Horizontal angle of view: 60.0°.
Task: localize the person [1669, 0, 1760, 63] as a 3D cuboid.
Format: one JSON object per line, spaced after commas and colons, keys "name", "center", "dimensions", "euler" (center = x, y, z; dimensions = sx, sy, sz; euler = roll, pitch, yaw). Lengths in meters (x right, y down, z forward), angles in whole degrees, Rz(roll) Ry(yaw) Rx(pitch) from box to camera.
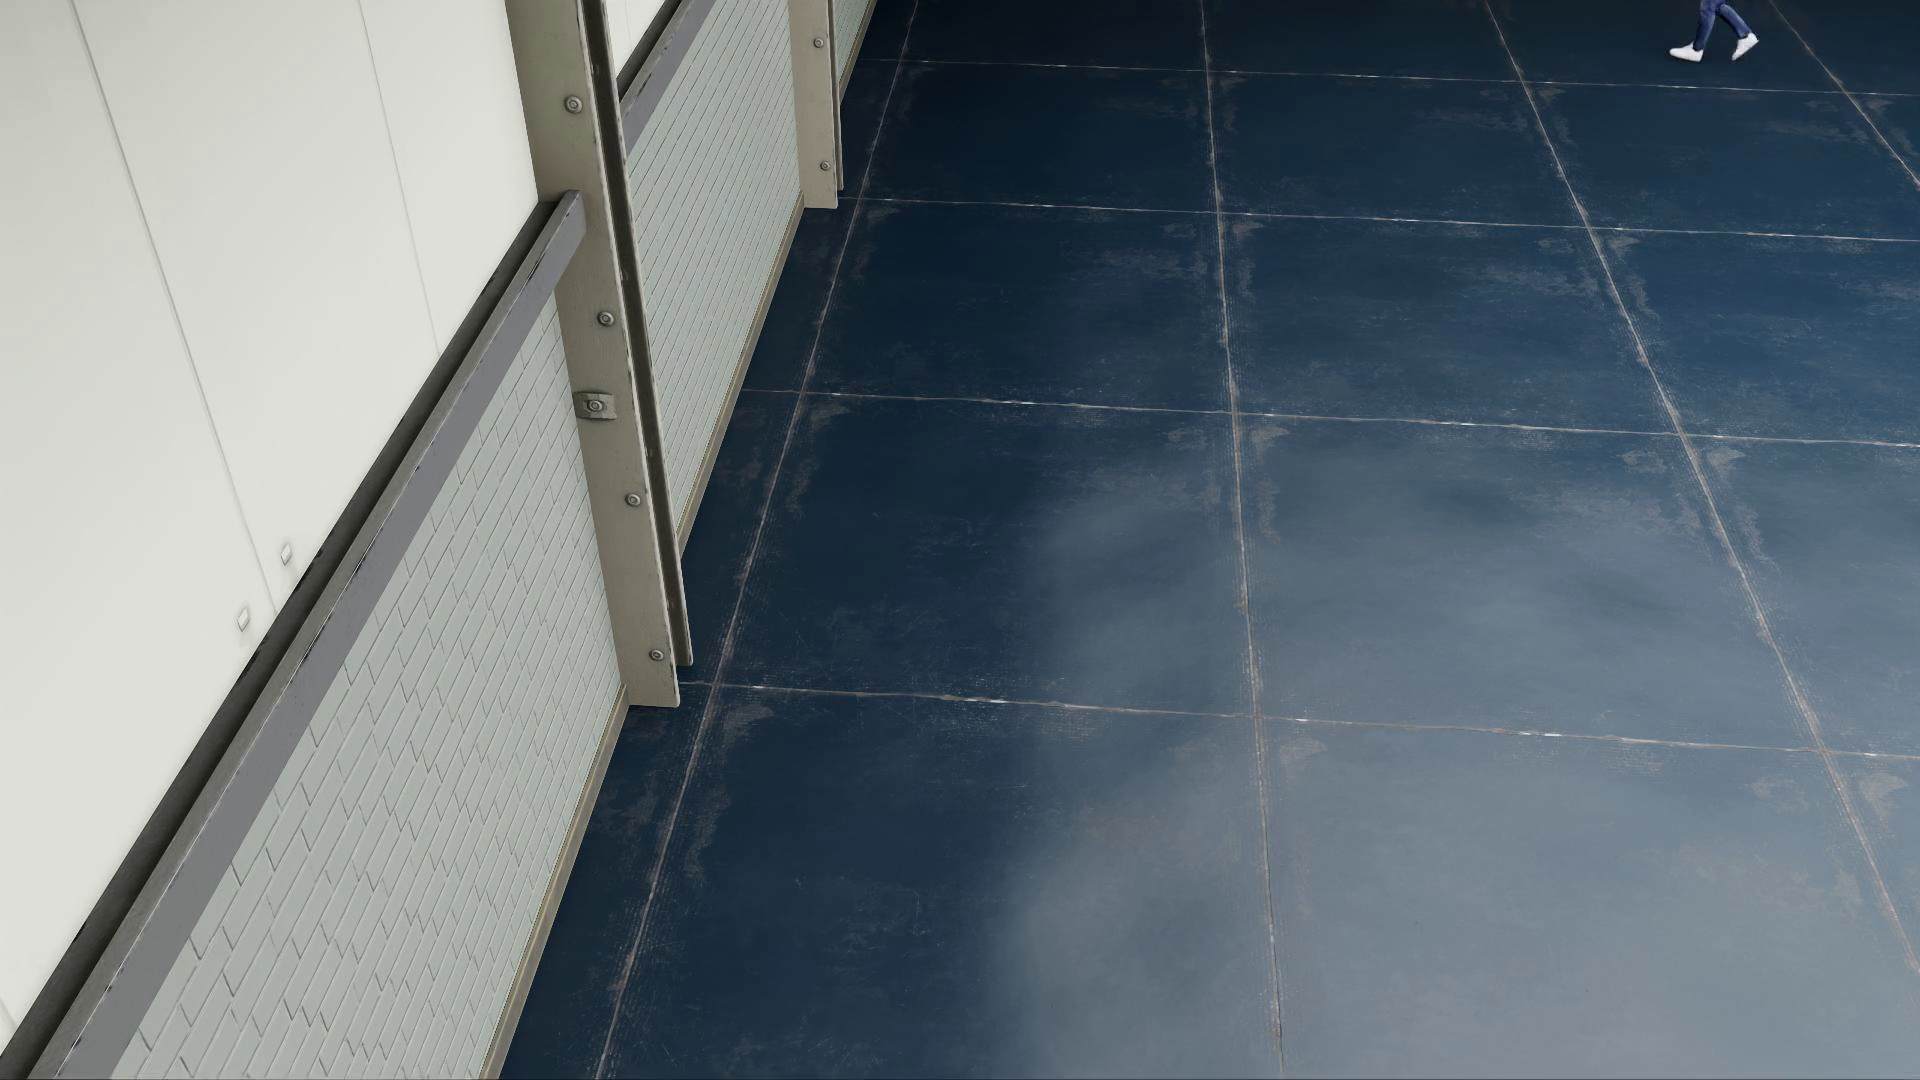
{"name": "person", "center": [7.354, -5.381, 15.692], "dimensions": [0.991, 1.849, 1.046], "euler": [17, 41, 21]}
